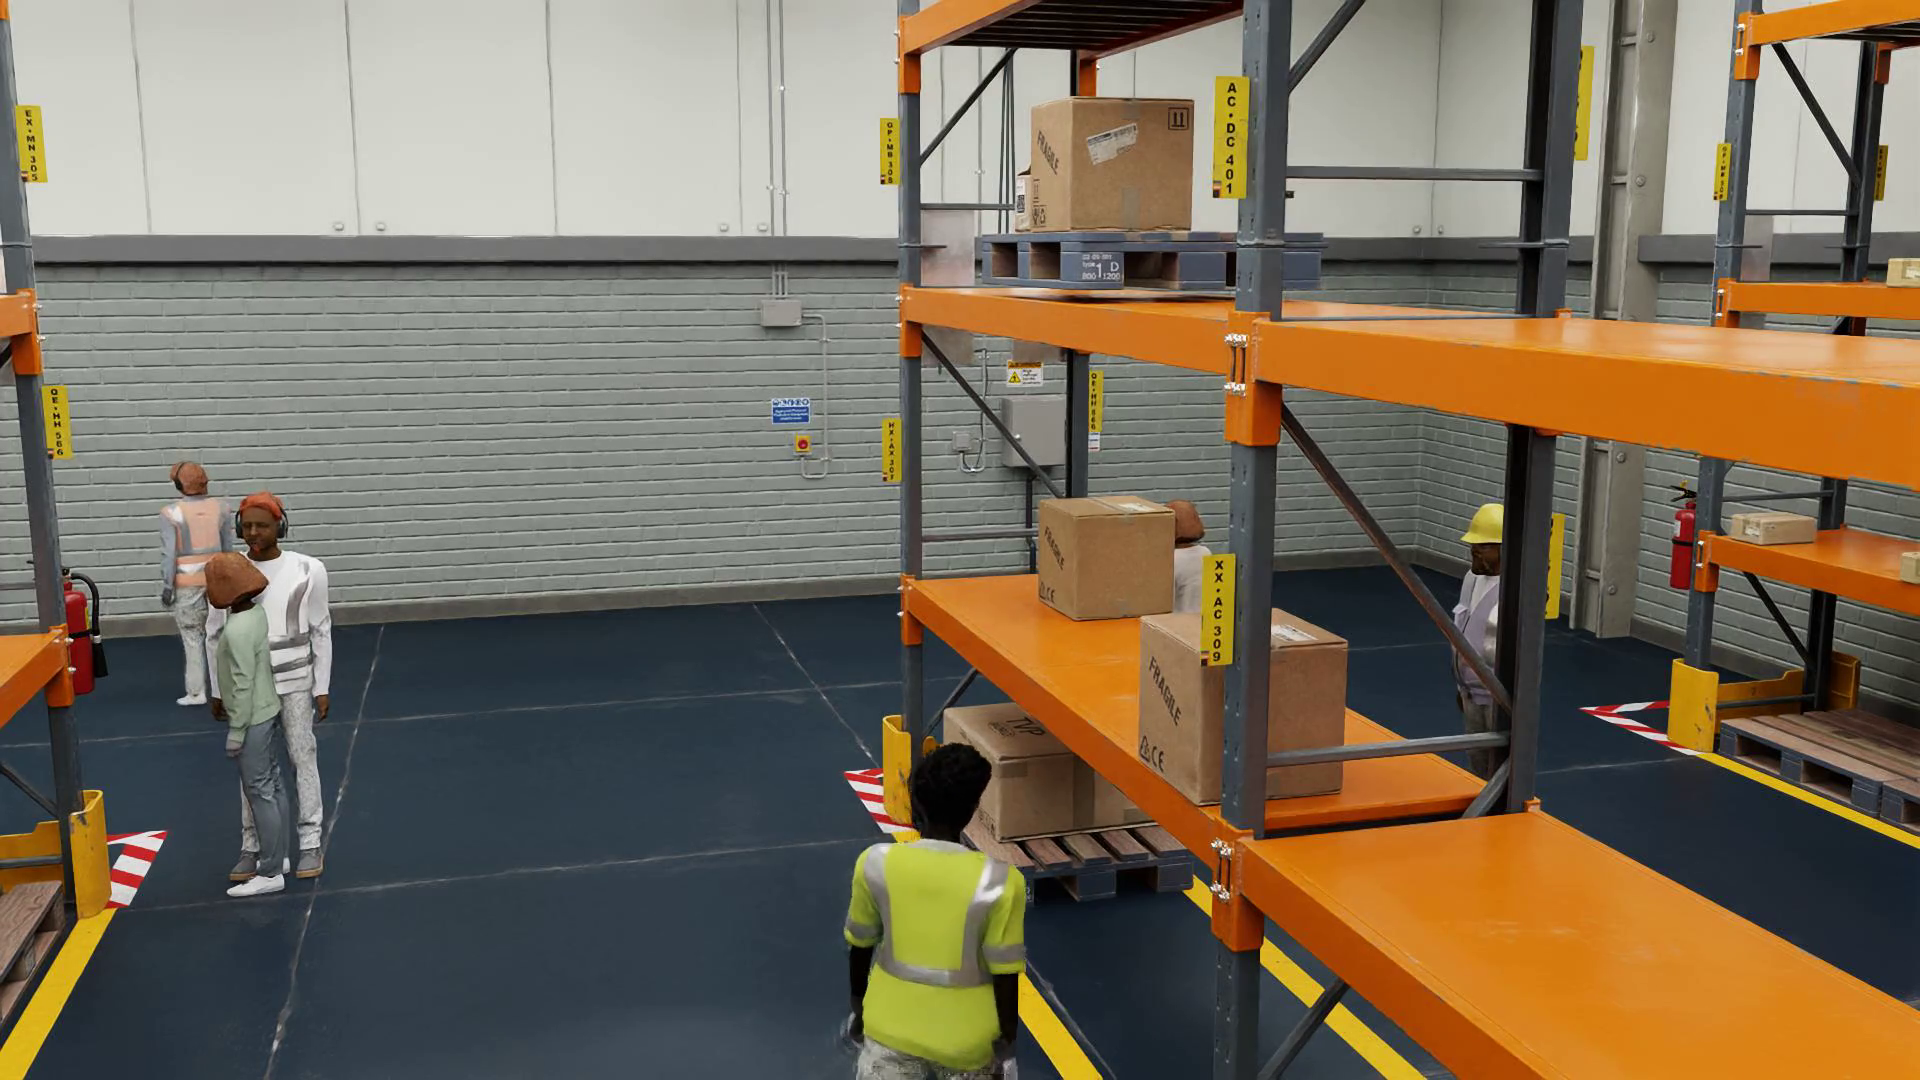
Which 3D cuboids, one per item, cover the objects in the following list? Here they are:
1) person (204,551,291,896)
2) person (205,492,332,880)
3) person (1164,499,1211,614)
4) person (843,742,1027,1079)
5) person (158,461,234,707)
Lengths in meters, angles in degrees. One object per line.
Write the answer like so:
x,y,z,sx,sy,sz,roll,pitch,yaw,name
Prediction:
-3.357,0.857,7.848,0.278,1.633,0.499,-2,10,-11,person
-3.319,0.704,8.010,0.575,1.883,0.355,-1,10,-7,person
1.239,0.581,9.411,0.265,1.635,0.508,9,13,41,person
-0.092,1.402,4.710,0.561,1.646,0.900,3,10,15,person
-5.056,0.289,11.069,0.310,1.638,0.522,7,12,34,person
